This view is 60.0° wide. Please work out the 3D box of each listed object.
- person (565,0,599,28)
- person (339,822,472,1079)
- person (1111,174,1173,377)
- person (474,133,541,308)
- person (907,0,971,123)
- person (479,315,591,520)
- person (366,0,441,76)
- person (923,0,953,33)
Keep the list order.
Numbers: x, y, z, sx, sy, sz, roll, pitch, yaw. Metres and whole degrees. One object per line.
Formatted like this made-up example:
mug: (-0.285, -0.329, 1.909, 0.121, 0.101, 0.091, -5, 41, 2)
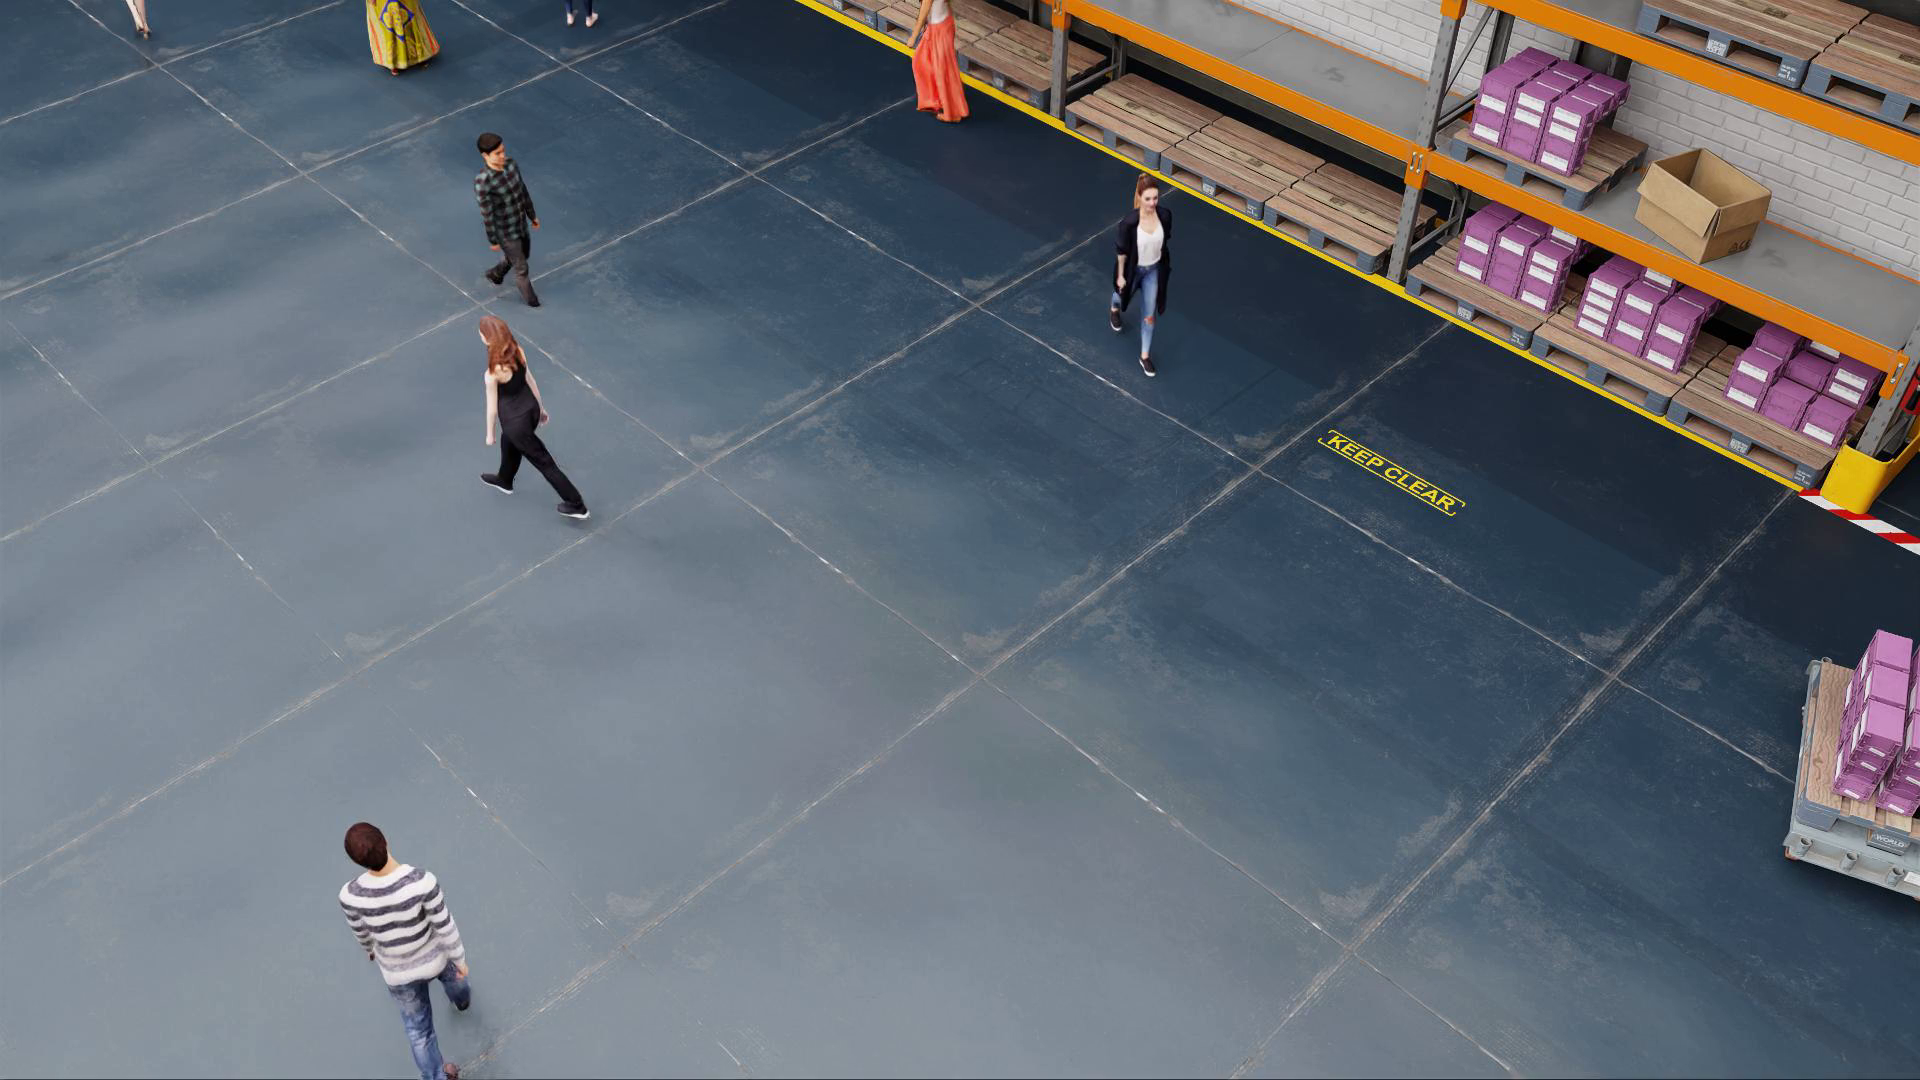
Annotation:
person: (-4.033, -6.169, 17.334, 0.717, 1.735, 0.785, 4, 44, 4)
person: (-2.765, 2.219, 8.483, 1.010, 1.800, 1.202, -7, 44, -7)
person: (1.400, -2.192, 13.225, 0.996, 1.646, 1.198, -9, 44, -9)
person: (-3.811, -2.645, 13.868, 1.106, 1.694, 0.925, 15, 46, 16)
person: (-0.104, -4.755, 15.818, 0.941, 1.781, 0.829, 12, 45, 12)
person: (-3.018, -0.800, 11.735, 1.221, 1.685, 0.931, 14, 45, 14)
person: (-5.721, -5.530, 16.720, 0.929, 1.658, 0.876, -23, 48, -22)
person: (-0.242, -5.156, 16.262, 0.635, 1.747, 0.680, 20, 47, 20)
